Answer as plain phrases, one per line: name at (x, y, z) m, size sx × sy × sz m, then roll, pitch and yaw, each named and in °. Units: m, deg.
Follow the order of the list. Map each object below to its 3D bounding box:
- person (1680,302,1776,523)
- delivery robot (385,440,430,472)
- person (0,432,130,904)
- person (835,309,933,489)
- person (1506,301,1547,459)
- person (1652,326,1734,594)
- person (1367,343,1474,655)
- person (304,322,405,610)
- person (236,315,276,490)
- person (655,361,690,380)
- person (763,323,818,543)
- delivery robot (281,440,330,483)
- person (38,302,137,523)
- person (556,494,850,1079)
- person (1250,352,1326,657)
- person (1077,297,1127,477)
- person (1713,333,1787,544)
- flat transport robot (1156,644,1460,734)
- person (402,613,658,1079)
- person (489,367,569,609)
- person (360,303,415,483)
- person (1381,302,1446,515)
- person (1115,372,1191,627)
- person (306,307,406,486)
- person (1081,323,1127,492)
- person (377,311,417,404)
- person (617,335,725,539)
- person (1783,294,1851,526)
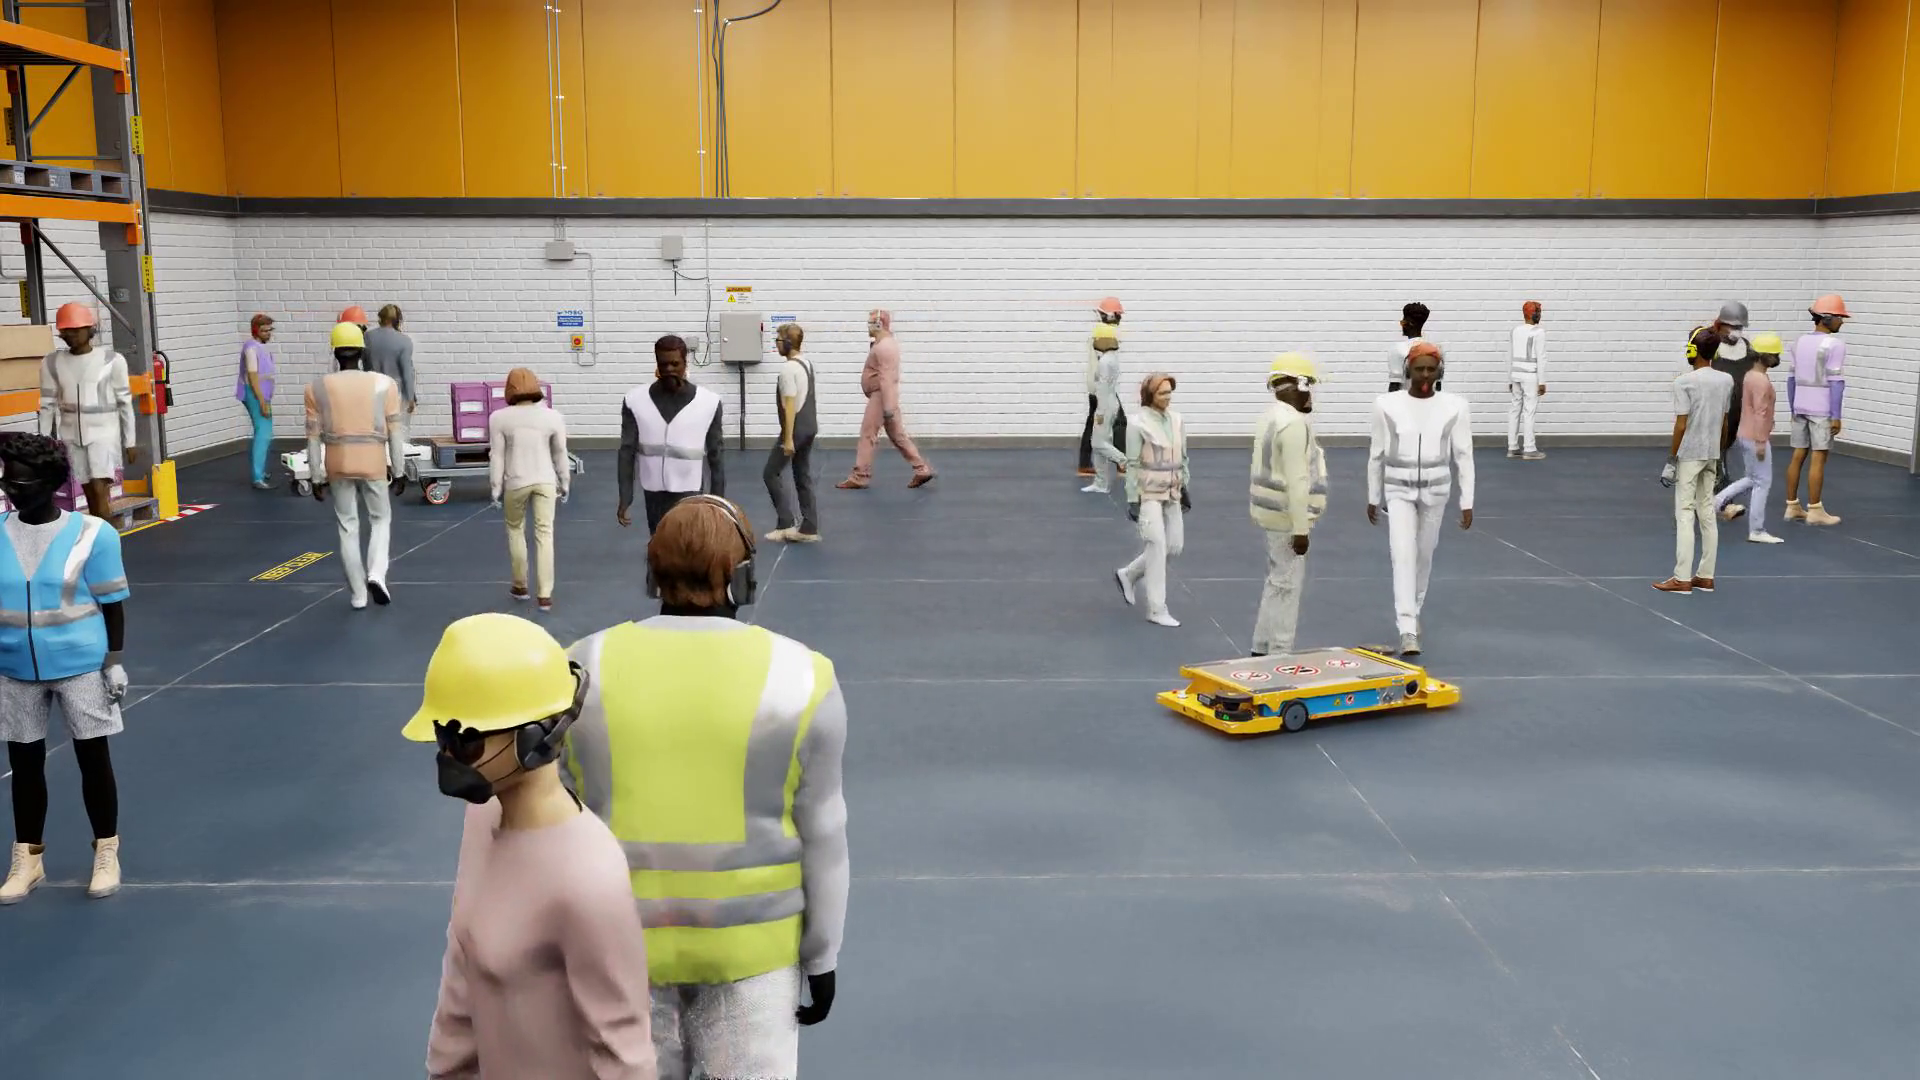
person at (6.915, -1.192, 15.018) m, size 0.700 × 2.000 × 1.041 m, roll -2°, pitch 9°, yaw -11°
delivery robot at (-5.851, -0.851, 17.186) m, size 0.477 × 0.478 × 0.707 m, roll 9°, pitch 13°, yaw 43°
person at (-3.259, 0.456, 5.966) m, size 0.532 × 1.697 × 0.322 m, roll -1°, pitch 9°, yaw -9°
person at (-0.759, -1.441, 17.108) m, size 0.987 × 1.868 × 0.646 m, roll 1°, pitch 9°, yaw 7°
person at (6.784, -1.909, 19.899) m, size 0.362 × 1.883 × 0.575 m, roll -4°, pitch 10°, yaw -23°
person at (5.135, -0.555, 11.636) m, size 0.518 × 1.872 × 0.326 m, roll -4°, pitch 10°, yaw -22°
person at (2.756, -0.262, 9.968) m, size 0.599 × 1.830 × 1.010 m, roll 2°, pitch 9°, yaw 10°
person at (-3.997, -0.477, 11.005) m, size 0.605 × 1.916 × 0.421 m, roll -3°, pitch 10°, yaw -19°
person at (-7.275, -1.435, 17.298) m, size 0.418 × 1.808 × 0.774 m, roll -1°, pitch 9°, yaw -8°
person at (-2.201, -0.644, 12.909) m, size 0.285 × 1.633 × 0.497 m, roll -3°, pitch 10°, yaw -19°
person at (-1.424, -0.866, 13.680) m, size 0.576 × 1.824 × 0.537 m, roll 3°, pitch 10°, yaw 17°
delivery robot at (-6.443, -0.781, 16.758) m, size 0.707 × 0.478 × 0.477 m, roll -7°, pitch 11°, yaw -36°
person at (-6.500, -0.736, 12.296) m, size 0.627 × 2.009 × 0.843 m, roll -1°, pitch 9°, yaw -5°
person at (-0.532, 0.820, 3.393) m, size 0.629 × 1.823 × 0.443 m, roll 0°, pitch 9°, yaw 2°
person at (1.795, -0.109, 9.126) m, size 0.404 × 1.804 × 0.640 m, roll 0°, pitch 9°, yaw 2°
person at (1.674, -1.655, 18.119) m, size 0.860 × 1.956 × 0.632 m, roll -1°, pitch 9°, yaw -6°
person at (6.524, -0.842, 13.758) m, size 0.583 × 1.745 × 0.534 m, roll 2°, pitch 10°, yaw 14°
flat transport robot at (1.788, 0.749, 8.532) m, size 1.431 × 0.197 × 0.652 m, roll -4°, pitch 10°, yaw -25°
person at (-0.739, 0.976, 2.666) m, size 0.760 × 1.739 × 0.530 m, roll -5°, pitch 11°, yaw -30°
person at (-2.915, -0.360, 11.242) m, size 0.536 × 1.600 × 0.746 m, roll -4°, pitch 10°, yaw -22°
person at (-6.019, -1.515, 17.415) m, size 0.640 × 1.909 × 0.762 m, roll 2°, pitch 9°, yaw 11°
person at (4.146, -1.193, 15.255) m, size 0.607 × 1.966 × 0.367 m, roll -4°, pitch 10°, yaw -23°
person at (1.231, -0.276, 10.681) m, size 0.531 × 1.622 × 0.568 m, roll -9°, pitch 13°, yaw -44°
person at (-6.380, -1.486, 17.335) m, size 1.015 × 1.876 × 0.551 m, roll -2°, pitch 9°, yaw -10°
person at (1.520, -1.318, 16.760) m, size 0.526 × 1.722 × 0.493 m, roll 2°, pitch 9°, yaw 11°
person at (-6.255, -1.608, 18.182) m, size 0.606 × 1.840 × 0.532 m, roll 2°, pitch 10°, yaw 15°
person at (-1.701, -0.242, 9.715) m, size 0.595 × 1.876 × 0.927 m, roll 1°, pitch 9°, yaw 4°
person at (7.620, -1.152, 14.777) m, size 0.394 × 2.040 × 0.609 m, roll -2°, pitch 9°, yaw -12°
